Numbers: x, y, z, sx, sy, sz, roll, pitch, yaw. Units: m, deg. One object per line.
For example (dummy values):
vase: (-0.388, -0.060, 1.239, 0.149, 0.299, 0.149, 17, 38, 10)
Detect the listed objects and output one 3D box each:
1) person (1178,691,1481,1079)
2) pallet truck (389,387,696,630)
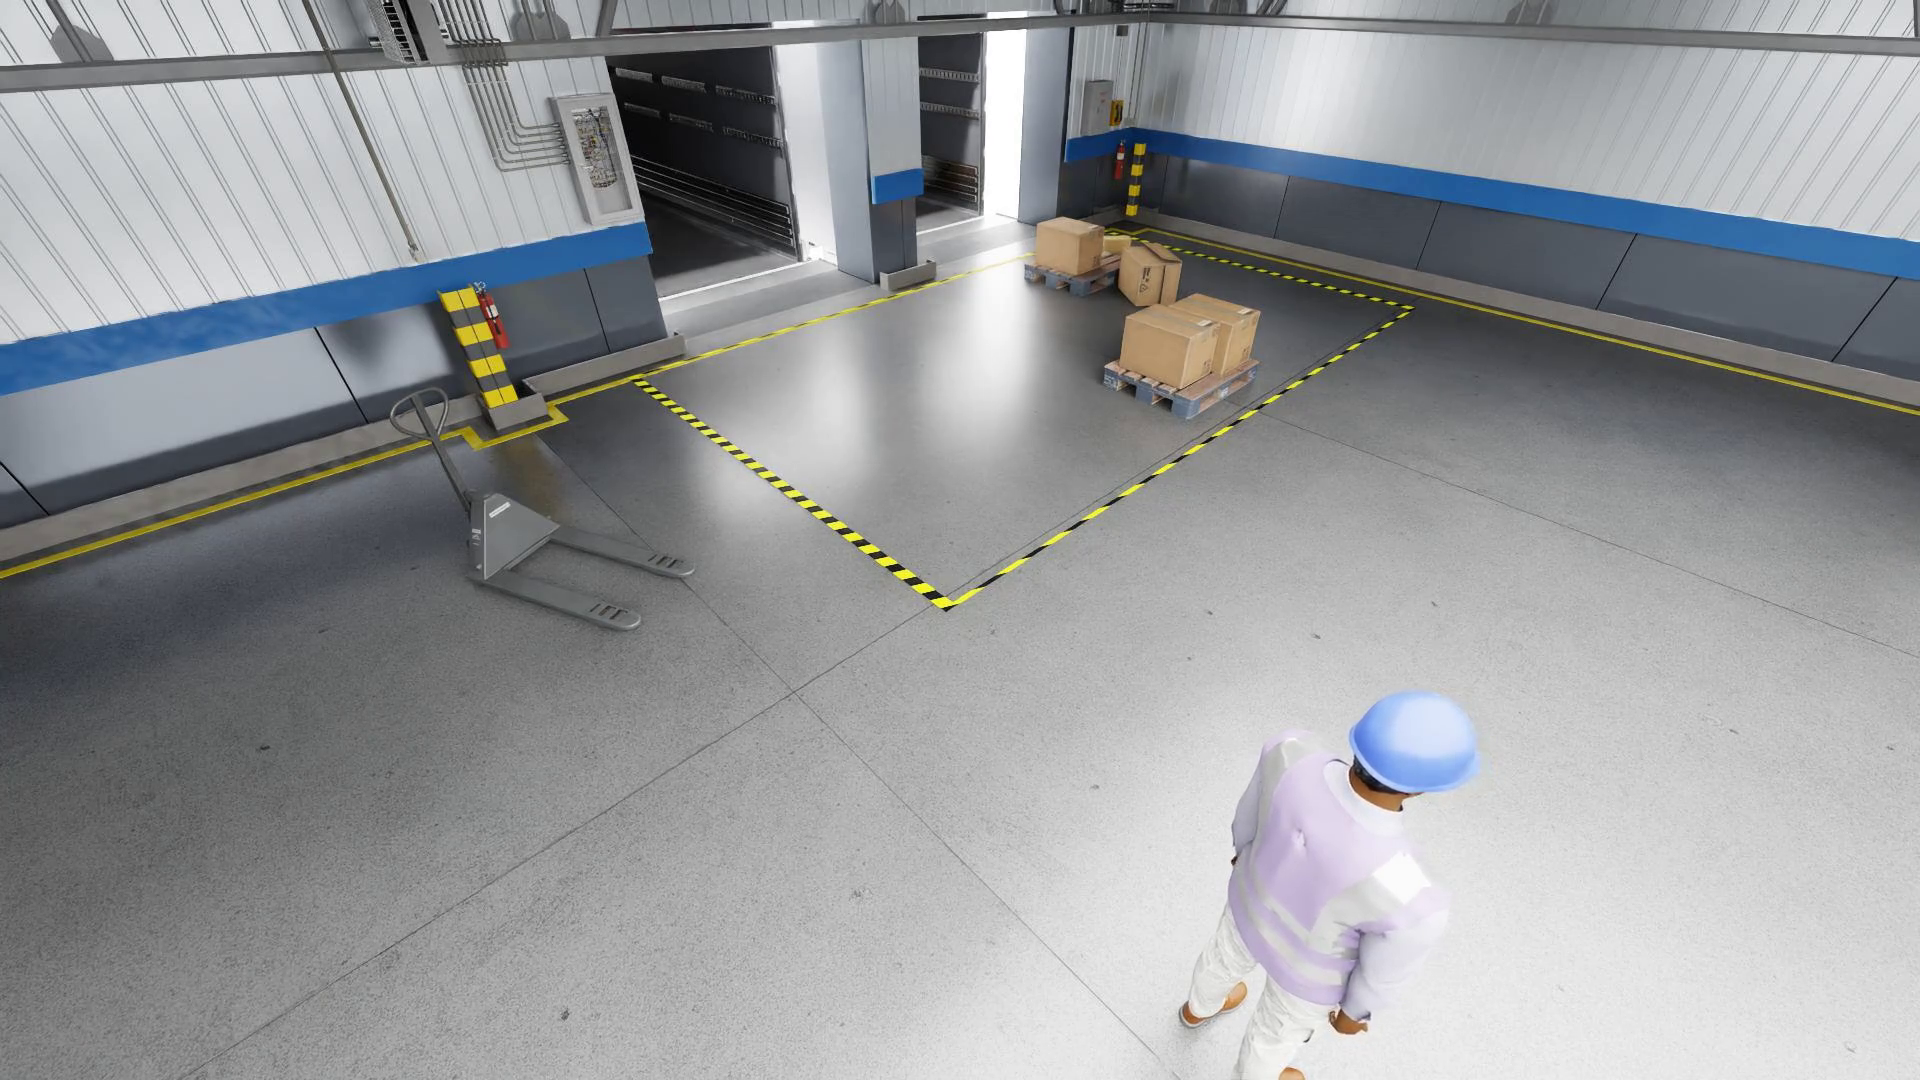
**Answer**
person: (1.025, 1.145, 2.212, 0.401, 1.948, 0.604, -11, 39, -14)
pallet truck: (-2.613, -0.247, 4.593, 1.601, 1.201, 0.680, 14, 40, 17)
